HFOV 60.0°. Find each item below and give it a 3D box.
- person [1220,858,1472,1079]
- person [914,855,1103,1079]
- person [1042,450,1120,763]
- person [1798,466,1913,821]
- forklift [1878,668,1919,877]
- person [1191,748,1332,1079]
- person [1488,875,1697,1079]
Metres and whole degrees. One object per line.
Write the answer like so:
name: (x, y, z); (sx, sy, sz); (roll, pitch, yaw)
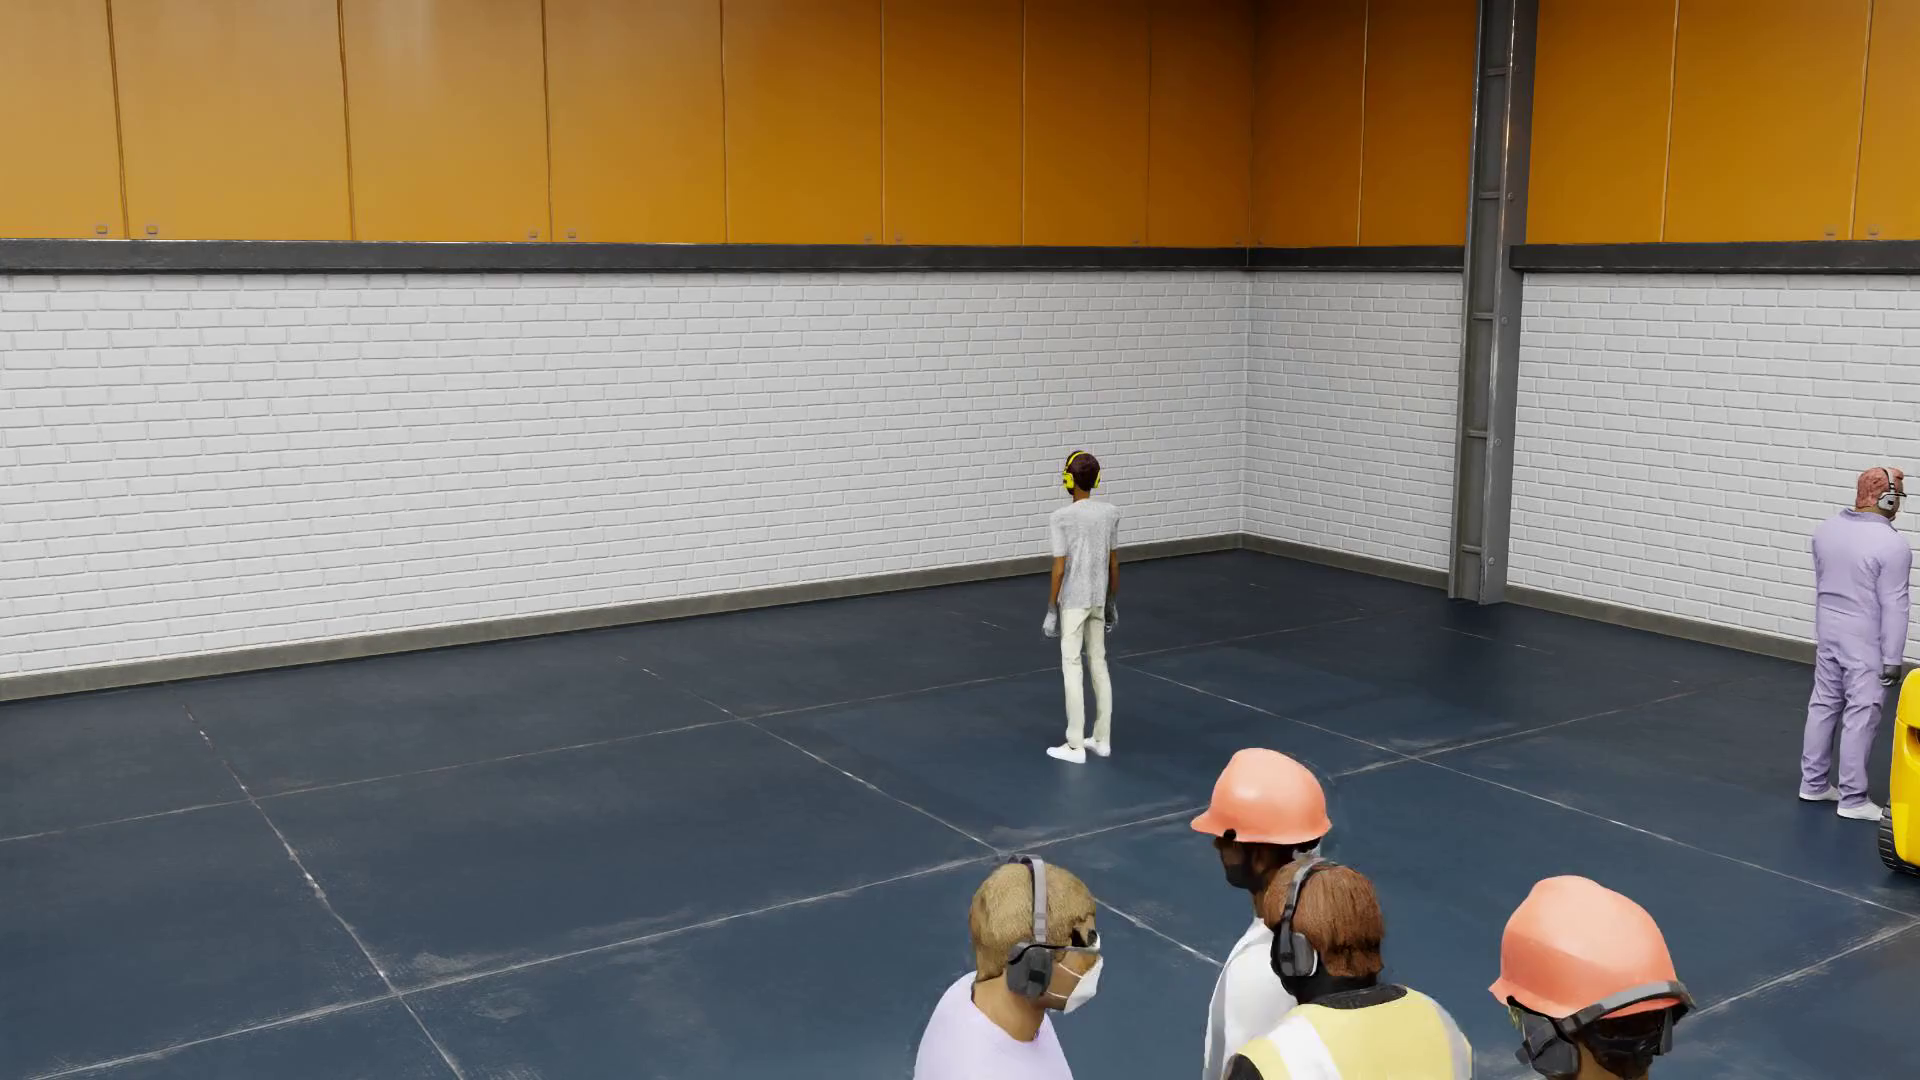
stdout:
person: (0.748, 1.542, 3.237); (0.664, 1.810, 0.553); (-7, 12, -35)
person: (0.036, 1.510, 3.114); (0.635, 1.913, 0.634); (0, 9, 1)
person: (0.724, 0.396, 9.942); (0.529, 1.869, 0.315); (-6, 11, -33)
person: (4.850, 0.549, 8.931); (0.403, 1.900, 0.636); (-2, 10, -12)
forklift: (5.511, 0.571, 7.906); (2.313, 2.155, 1.214); (-6, 11, -33)
person: (0.737, 1.405, 3.709); (0.634, 1.917, 0.551); (5, 11, 28)
person: (0.966, 1.526, 2.634); (0.609, 2.034, 0.404); (-6, 11, -34)
